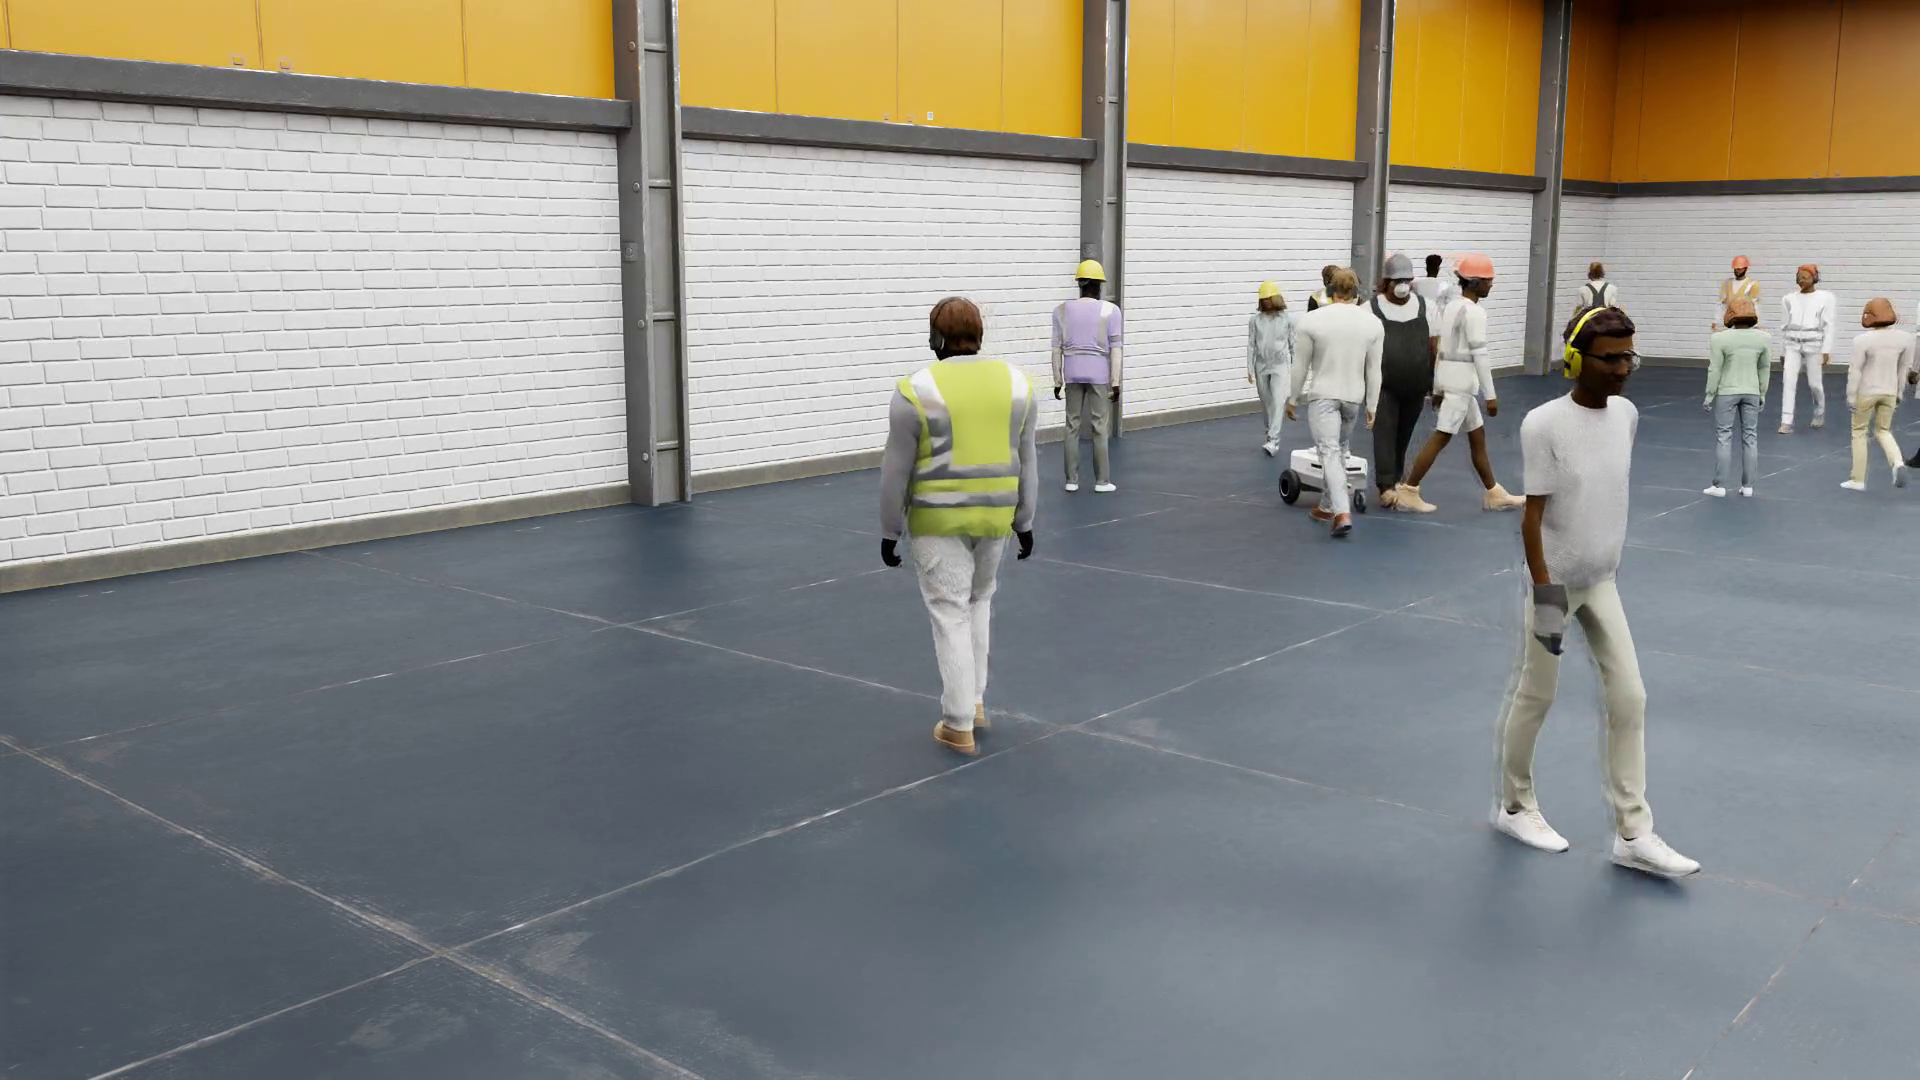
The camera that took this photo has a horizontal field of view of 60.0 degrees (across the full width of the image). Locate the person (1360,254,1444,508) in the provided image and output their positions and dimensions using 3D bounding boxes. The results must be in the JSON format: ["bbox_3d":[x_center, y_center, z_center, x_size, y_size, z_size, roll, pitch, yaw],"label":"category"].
[{"bbox_3d":[3.468,-1.299,13.175,0.685,2.000,1.052,-1,10,-4],"label":"person"}]

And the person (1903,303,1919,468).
[{"bbox_3d":[8.990,-1.617,15.275,0.542,1.939,0.363,0,10,-3],"label":"person"}]

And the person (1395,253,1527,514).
[{"bbox_3d":[3.827,-1.170,12.621,1.069,1.984,0.628,0,10,1],"label":"person"}]

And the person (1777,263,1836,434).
[{"bbox_3d":[9.292,-2.104,18.263,0.576,1.865,0.834,9,13,41],"label":"person"}]

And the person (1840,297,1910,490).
[{"bbox_3d":[7.611,-1.194,13.774,0.513,1.614,0.507,-1,10,-5],"label":"person"}]

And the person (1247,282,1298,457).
[{"bbox_3d":[3.034,-1.667,16.263,0.493,1.681,0.912,4,11,23],"label":"person"}]

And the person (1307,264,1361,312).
[{"bbox_3d":[4.268,-2.262,19.246,0.662,1.830,0.525,-2,10,-11],"label":"person"}]

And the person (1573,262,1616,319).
[{"bbox_3d":[8.694,-2.897,22.890,0.542,1.820,0.762,2,10,9],"label":"person"}]

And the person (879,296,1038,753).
[{"bbox_3d":[-0.053,-0.073,6.797,0.654,1.825,0.633,-5,11,-27],"label":"person"}]

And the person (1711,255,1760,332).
[{"bbox_3d":[11.410,-3.227,24.539,0.772,1.908,0.571,-7,12,-36],"label":"person"}]

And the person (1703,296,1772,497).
[{"bbox_3d":[6.324,-1.161,13.551,0.498,1.633,0.286,0,10,1],"label":"person"}]

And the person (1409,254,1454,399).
[{"bbox_3d":[6.333,-2.867,22.379,0.606,1.950,0.430,7,12,34],"label":"person"}]

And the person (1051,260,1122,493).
[{"bbox_3d":[1.046,-1.344,13.764,0.589,1.924,0.384,3,10,17],"label":"person"}]

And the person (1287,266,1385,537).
[{"bbox_3d":[2.694,-0.992,11.839,0.628,1.904,0.991,-2,10,-11],"label":"person"}]

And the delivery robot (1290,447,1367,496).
[{"bbox_3d":[2.873,-0.567,12.972,0.477,0.478,0.707,-3,10,-16],"label":"delivery robot"}]

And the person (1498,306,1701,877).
[{"bbox_3d":[2.074,0.180,5.349,0.533,1.829,0.847,-5,11,-25],"label":"person"}]
